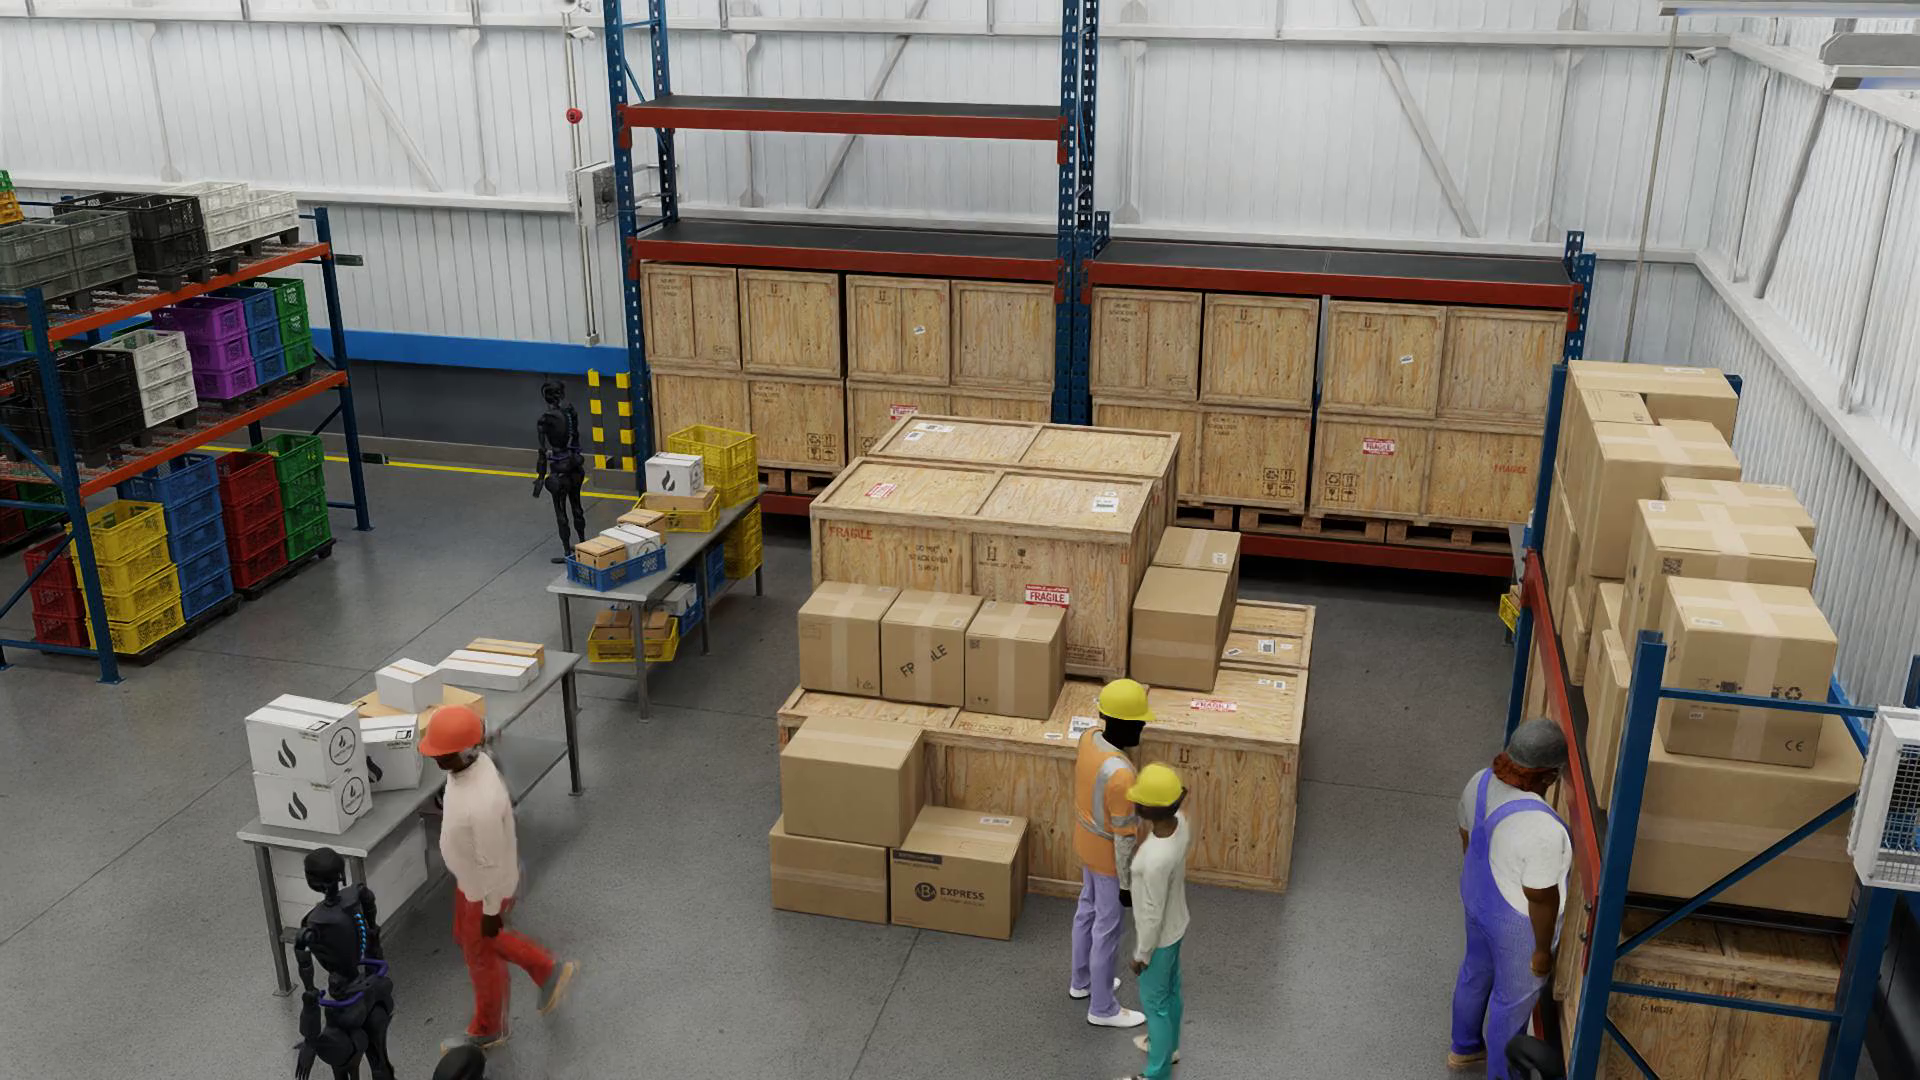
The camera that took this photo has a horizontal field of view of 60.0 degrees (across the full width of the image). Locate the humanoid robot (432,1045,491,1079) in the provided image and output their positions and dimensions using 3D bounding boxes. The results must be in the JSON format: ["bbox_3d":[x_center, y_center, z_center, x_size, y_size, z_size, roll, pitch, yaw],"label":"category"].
[{"bbox_3d":[-1.798,2.573,6.414,0.563,1.635,0.776,14,25,33],"label":"humanoid robot"}]

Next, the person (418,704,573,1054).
[{"bbox_3d":[-2.340,1.671,8.283,0.610,1.977,0.635,-10,23,-24],"label":"person"}]

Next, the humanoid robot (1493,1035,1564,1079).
[{"bbox_3d":[2.073,2.580,6.304,0.315,1.657,0.609,18,28,39],"label":"humanoid robot"}]

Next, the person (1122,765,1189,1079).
[{"bbox_3d":[0.943,1.872,8.063,0.319,1.757,0.569,7,22,18],"label":"person"}]

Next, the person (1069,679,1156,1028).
[{"bbox_3d":[0.778,1.595,8.554,0.378,1.923,0.590,-6,22,-15],"label":"person"}]

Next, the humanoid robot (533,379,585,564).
[{"bbox_3d":[-3.520,-0.616,14.666,0.326,1.656,0.587,9,23,22],"label":"humanoid robot"}]

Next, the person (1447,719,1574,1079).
[{"bbox_3d":[2.682,1.763,7.953,0.539,2.000,0.687,-5,22,-13],"label":"person"}]

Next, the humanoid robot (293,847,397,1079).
[{"bbox_3d":[-2.756,2.124,7.499,0.315,1.655,0.609,5,22,14],"label":"humanoid robot"}]
